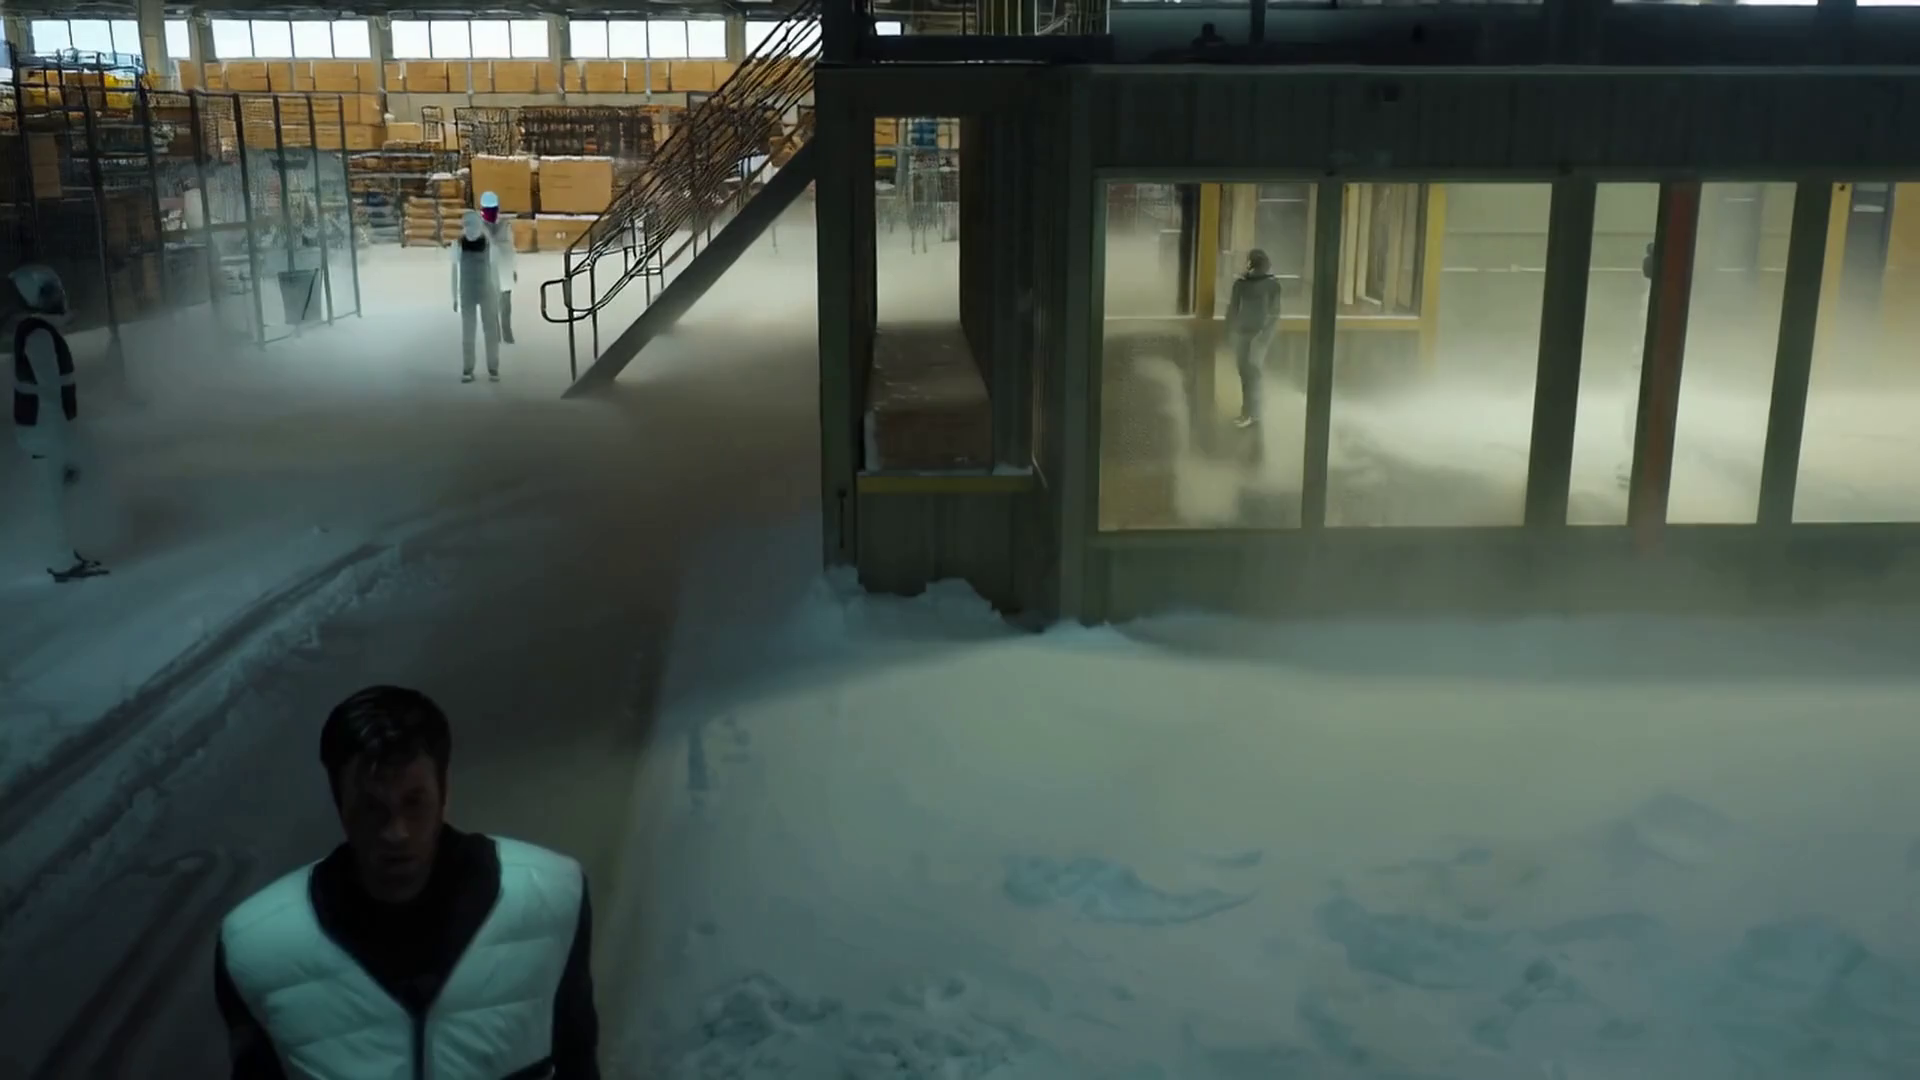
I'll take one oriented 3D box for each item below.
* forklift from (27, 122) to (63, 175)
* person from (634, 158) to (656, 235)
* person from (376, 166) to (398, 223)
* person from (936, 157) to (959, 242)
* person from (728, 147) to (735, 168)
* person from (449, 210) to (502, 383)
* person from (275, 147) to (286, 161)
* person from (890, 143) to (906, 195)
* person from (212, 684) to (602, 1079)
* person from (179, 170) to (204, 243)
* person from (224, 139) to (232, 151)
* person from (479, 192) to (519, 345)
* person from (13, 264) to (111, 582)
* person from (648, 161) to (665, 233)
[{"bbox_3d":[-35.376,-14.773,64.377,1.129,2.768,1.873,-1,14,-2],"label":"forklift"},{"bbox_3d":[-7.909,-8.598,41.672,0.478,1.909,0.581,-10,17,-36],"label":"person"},{"bbox_3d":[-15.499,-9.285,45.027,0.520,1.612,0.661,0,14,1],"label":"person"},{"bbox_3d":[-0.264,-8.015,39.181,0.611,1.985,0.393,2,14,9],"label":"person"},{"bbox_3d":[-10.256,-16.654,74.194,0.728,1.734,0.542,3,14,11],"label":"person"},{"bbox_3d":[-5.198,-2.614,17.880,0.514,1.844,0.328,-3,14,-14],"label":"person"},{"bbox_3d":[-30.220,-16.687,74.242,0.913,1.800,0.582,2,14,8],"label":"person"},{"bbox_3d":[-2.416,-14.485,64.974,0.624,2.026,0.784,-2,14,-8],"label":"person"},{"bbox_3d":[-0.882,1.134,2.783,0.585,1.911,0.391,-6,15,-21],"label":"person"},{"bbox_3d":[-13.994,-5.800,30.460,0.466,1.918,0.563,4,15,16],"label":"person"},{"bbox_3d":[-36.271,-18.878,82.580,0.379,1.996,0.611,1,14,3],"label":"person"},{"bbox_3d":[-5.837,-3.390,20.869,0.573,1.893,0.968,-4,15,-16],"label":"person"},{"bbox_3d":[-5.509,-0.701,10.082,0.391,1.920,0.587,-9,17,-33],"label":"person"},{"bbox_3d":[-7.819,-8.778,42.540,0.600,1.830,0.404,1,14,6],"label":"person"}]
